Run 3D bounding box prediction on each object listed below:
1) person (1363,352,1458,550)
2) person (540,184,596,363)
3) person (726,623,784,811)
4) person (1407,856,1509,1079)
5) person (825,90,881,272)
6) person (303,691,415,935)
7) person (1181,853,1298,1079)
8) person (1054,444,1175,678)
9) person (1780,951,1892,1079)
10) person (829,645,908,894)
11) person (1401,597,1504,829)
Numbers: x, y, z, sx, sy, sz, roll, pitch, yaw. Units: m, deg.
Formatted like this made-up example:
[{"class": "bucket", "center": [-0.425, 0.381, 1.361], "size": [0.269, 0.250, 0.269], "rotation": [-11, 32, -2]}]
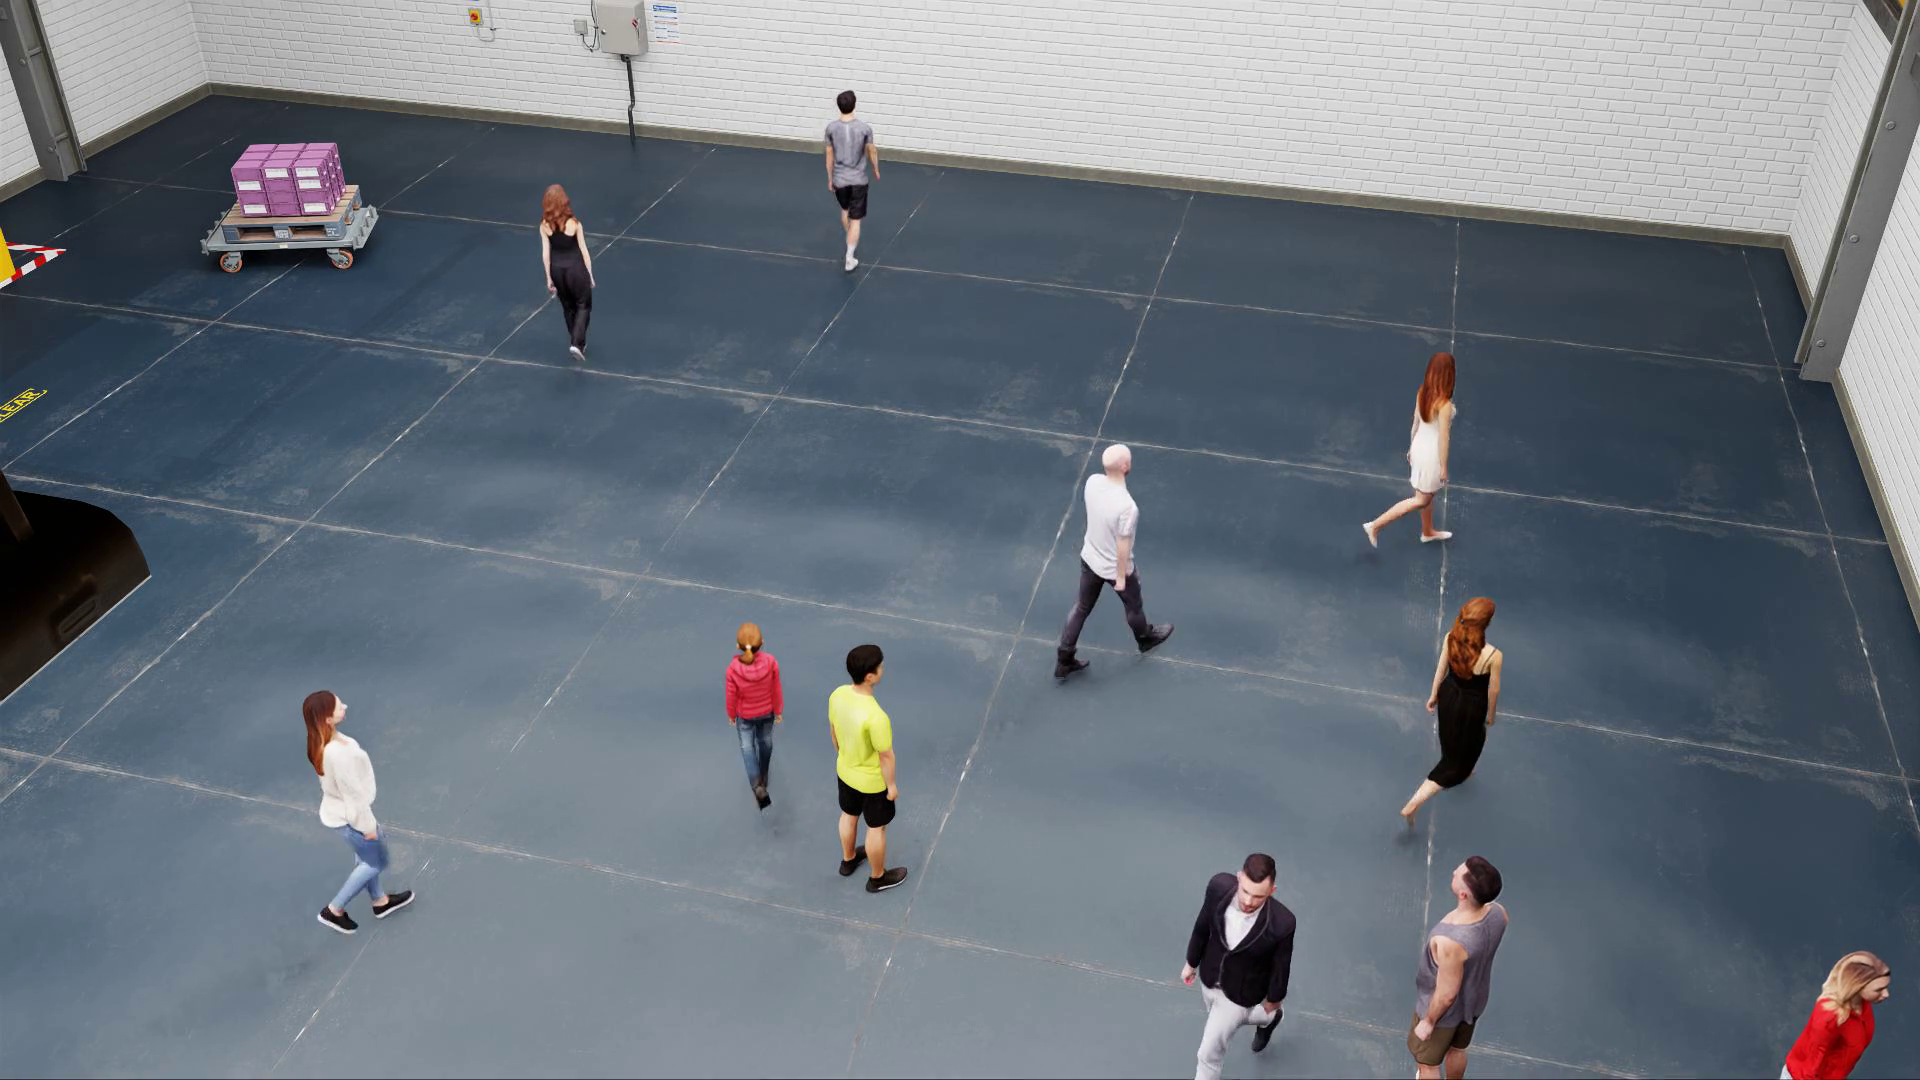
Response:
[{"class": "person", "center": [3.508, -0.632, 12.737], "size": [0.915, 1.691, 1.059], "rotation": [-7, 34, -10]}, {"class": "person", "center": [-3.630, -2.417, 15.382], "size": [0.738, 1.736, 0.963], "rotation": [0, 34, -1]}, {"class": "person", "center": [-1.268, 1.123, 10.450], "size": [0.738, 1.300, 0.871], "rotation": [-9, 35, -13]}, {"class": "person", "center": [2.442, 2.273, 8.272], "size": [0.680, 1.845, 0.792], "rotation": [-26, 41, -33]}, {"class": "person", "center": [-1.147, -3.674, 17.176], "size": [0.688, 1.844, 1.042], "rotation": [7, 34, 10]}, {"class": "person", "center": [-3.516, 1.581, 9.416], "size": [0.933, 1.682, 0.857], "rotation": [-22, 39, -29]}, {"class": "person", "center": [1.434, 2.190, 8.390], "size": [1.272, 1.804, 1.075], "rotation": [-26, 41, -33]}, {"class": "person", "center": [0.938, 0.195, 11.412], "size": [1.288, 1.780, 1.192], "rotation": [-20, 39, -27]}, {"class": "person", "center": [4.061, 2.564, 7.916], "size": [0.629, 1.705, 0.747], "rotation": [-27, 42, -35]}, {"class": "person", "center": [-0.564, 1.340, 9.757], "size": [0.698, 1.706, 0.686], "rotation": [28, 43, 35]}, {"class": "person", "center": [3.033, 1.090, 10.238], "size": [1.085, 1.590, 0.964], "rotation": [-22, 39, -29]}]
